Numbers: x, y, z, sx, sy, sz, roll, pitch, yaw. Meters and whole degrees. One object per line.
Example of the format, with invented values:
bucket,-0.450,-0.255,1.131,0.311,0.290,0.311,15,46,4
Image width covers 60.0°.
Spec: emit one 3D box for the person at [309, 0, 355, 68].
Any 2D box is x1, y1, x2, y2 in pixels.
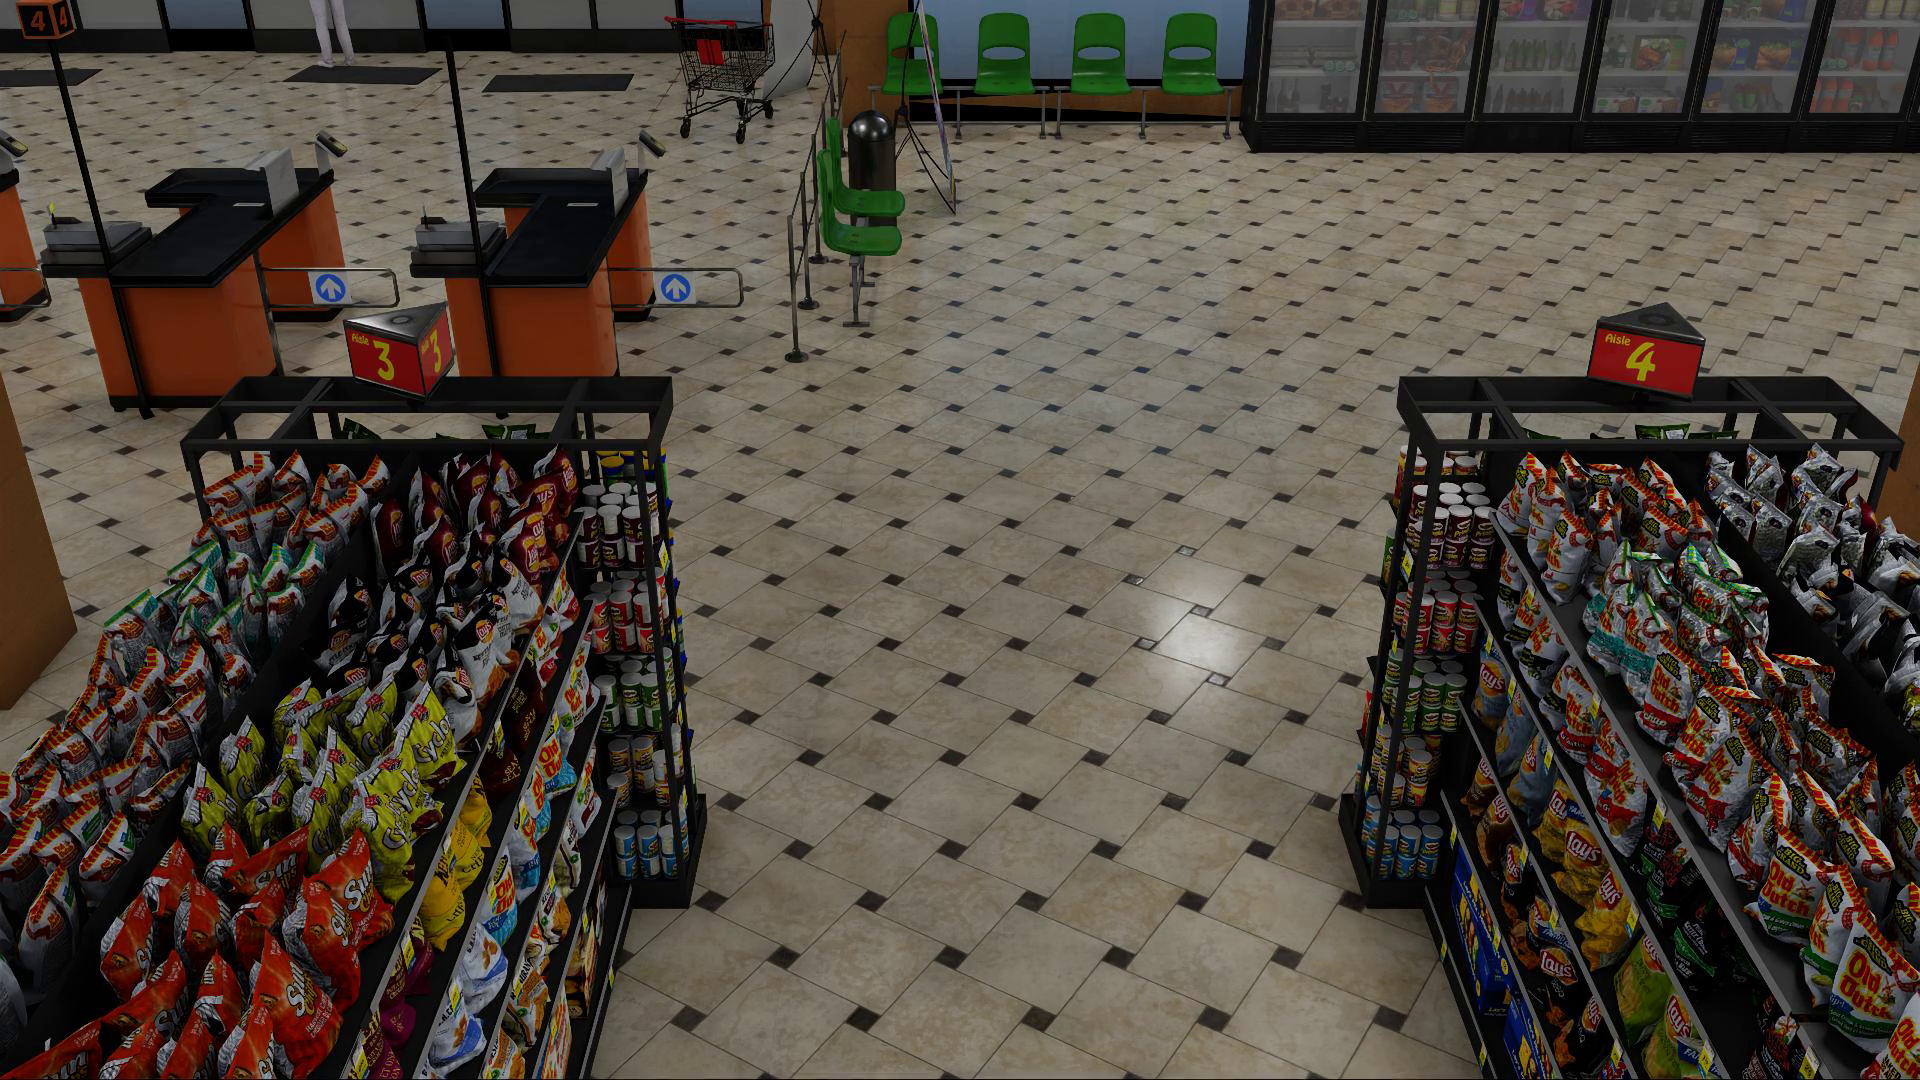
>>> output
person,-7.087,-6.228,18.486,0.743,1.888,0.777,-21,35,-33
